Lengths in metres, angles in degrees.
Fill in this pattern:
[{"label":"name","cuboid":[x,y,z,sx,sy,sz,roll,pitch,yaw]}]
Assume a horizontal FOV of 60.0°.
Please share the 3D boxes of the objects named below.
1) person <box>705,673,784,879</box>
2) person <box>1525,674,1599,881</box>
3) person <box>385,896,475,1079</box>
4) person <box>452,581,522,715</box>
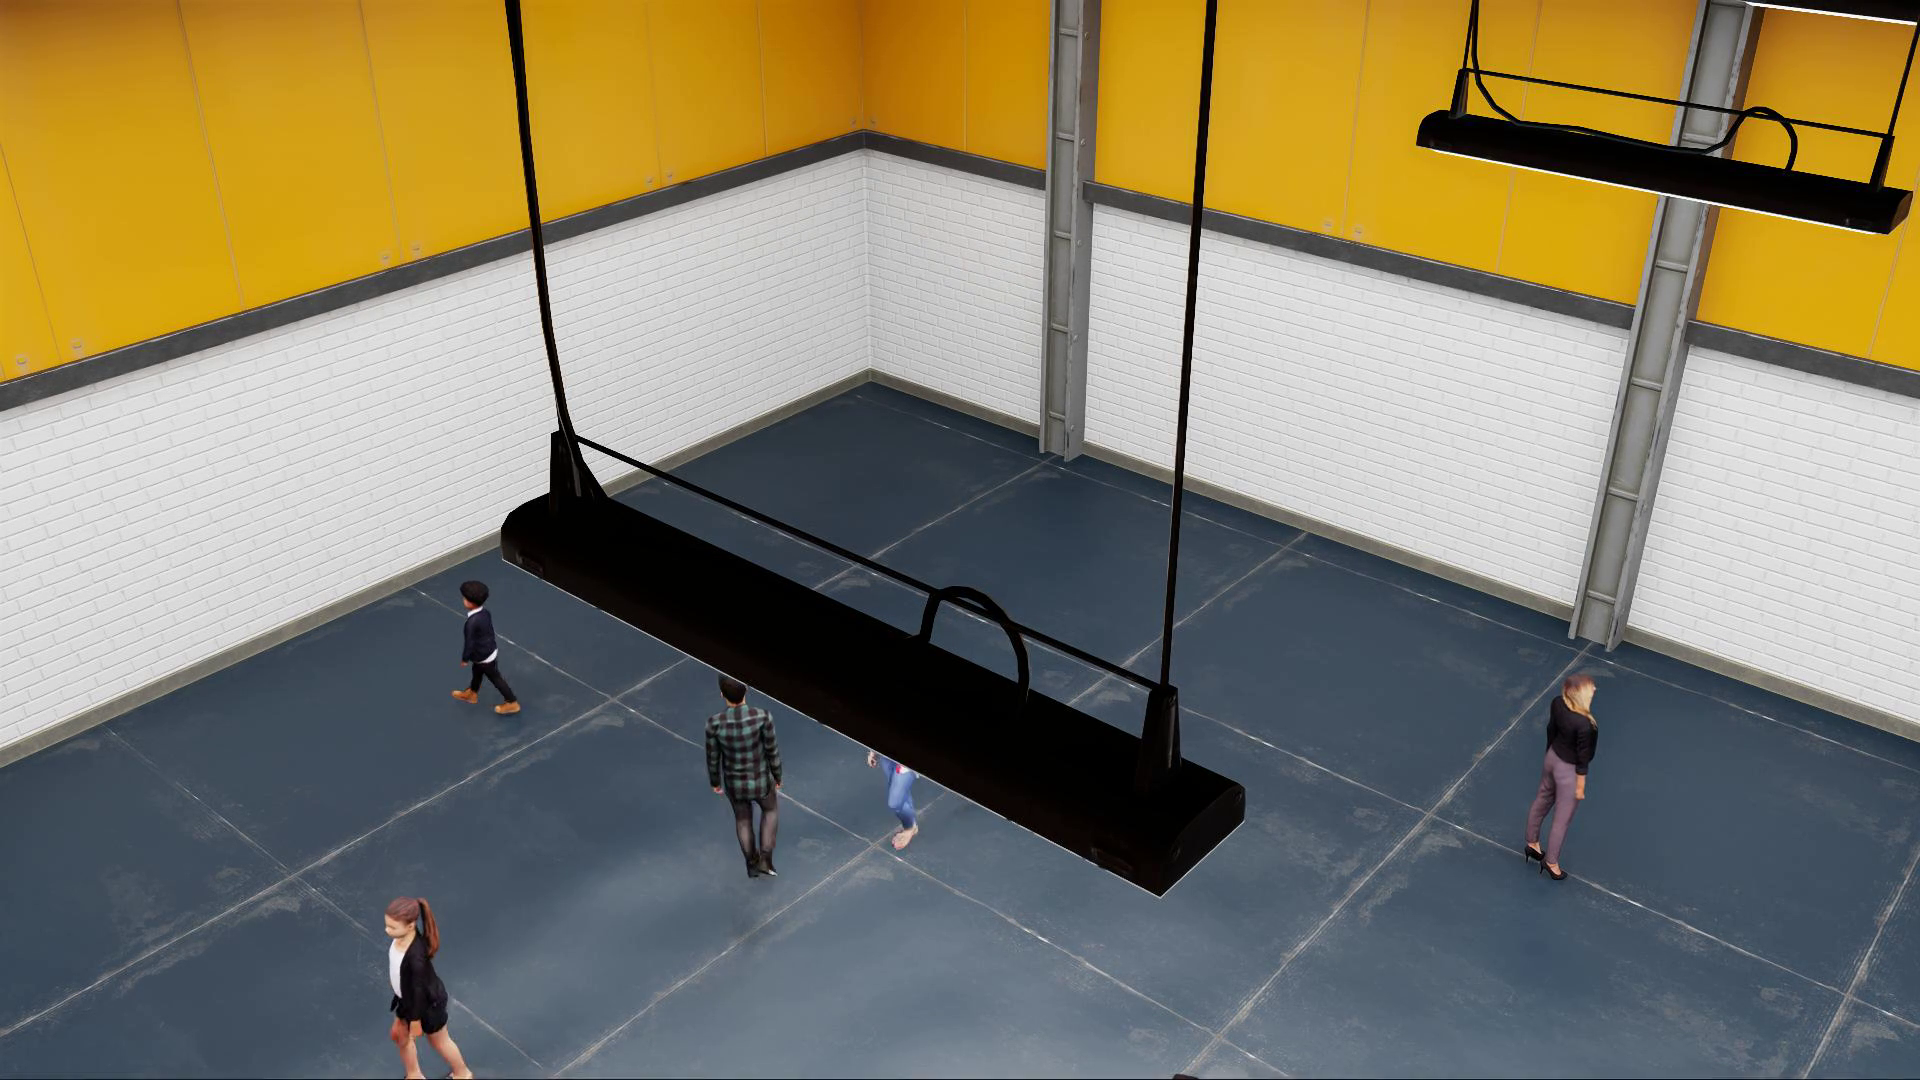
[{"label":"person","cuboid":[-1.461,1.671,11.506,0.851,1.701,0.888,-2,29,-4]},{"label":"person","cuboid":[4.256,1.656,11.766,0.737,1.672,0.643,-7,29,-13]},{"label":"person","cuboid":[-3.144,2.717,9.960,0.745,1.540,0.762,-15,32,-26]},{"label":"person","cuboid":[-3.860,0.907,13.638,0.913,1.195,0.789,2,29,4]}]
